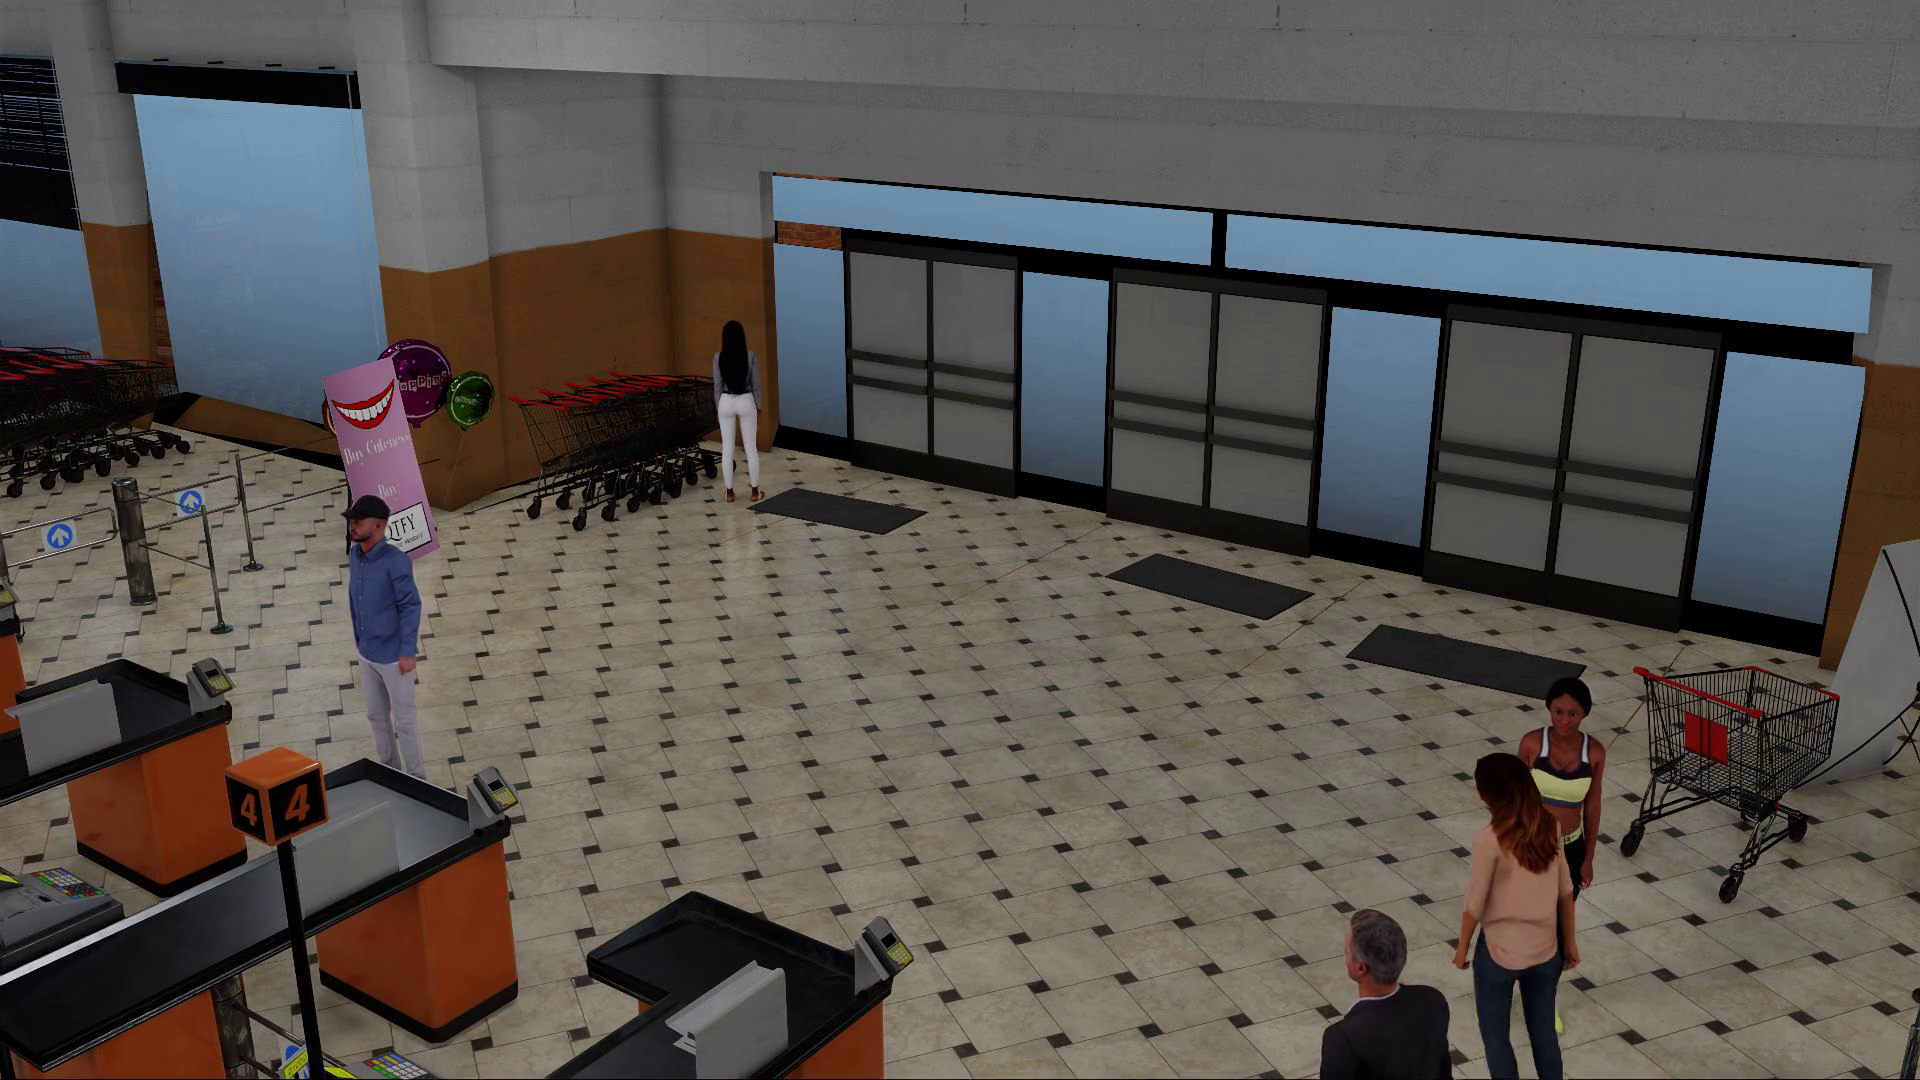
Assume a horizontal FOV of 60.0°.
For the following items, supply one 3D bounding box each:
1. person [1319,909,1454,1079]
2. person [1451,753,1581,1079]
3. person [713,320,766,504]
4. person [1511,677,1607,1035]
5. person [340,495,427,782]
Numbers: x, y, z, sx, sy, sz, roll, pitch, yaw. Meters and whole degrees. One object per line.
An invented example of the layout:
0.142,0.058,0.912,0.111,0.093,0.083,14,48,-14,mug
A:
1.472,2.137,5.549,1.117,1.795,0.936,-15,24,-38,person
2.354,1.722,6.855,0.832,1.747,0.922,-1,19,-3,person
-2.081,-1.206,15.572,0.674,1.725,0.705,0,19,-1,person
2.709,1.439,7.682,0.622,1.754,0.607,5,19,16,person
-3.406,0.637,9.852,0.648,1.888,0.538,12,22,32,person
